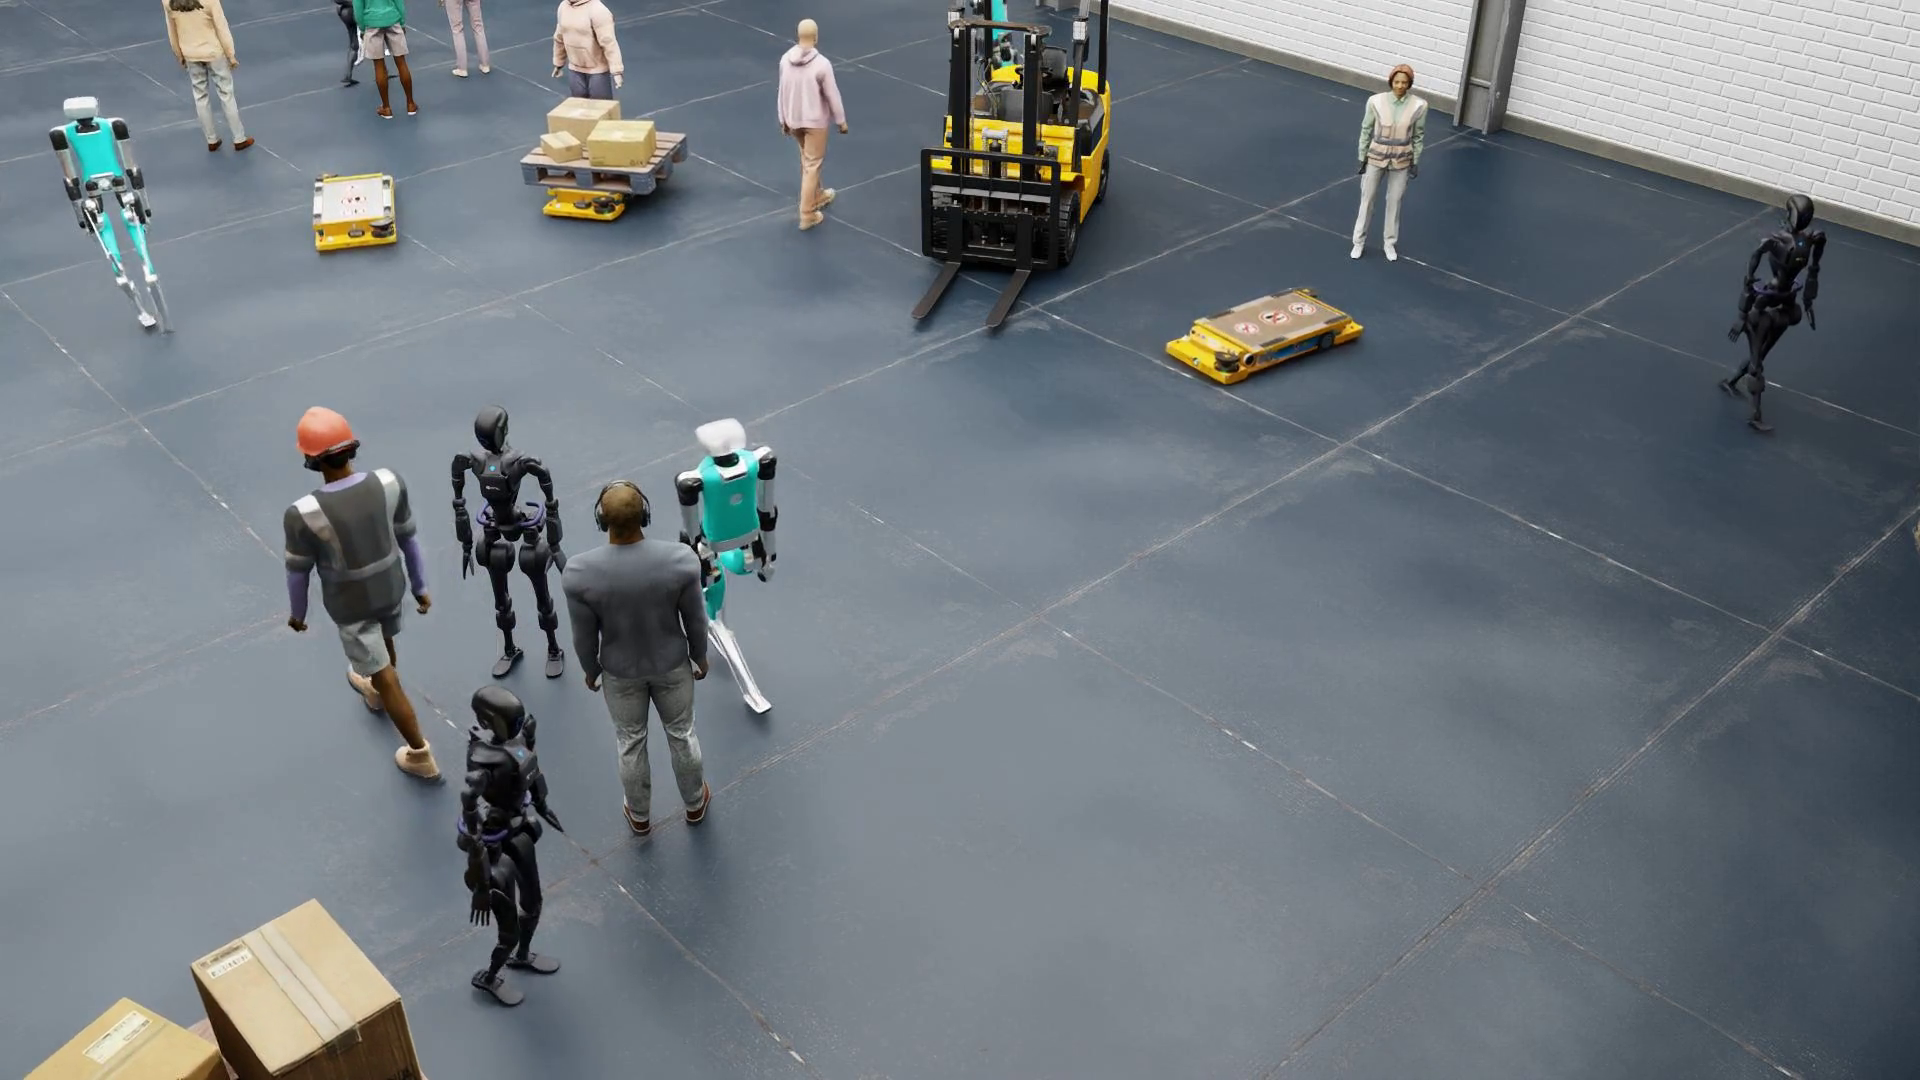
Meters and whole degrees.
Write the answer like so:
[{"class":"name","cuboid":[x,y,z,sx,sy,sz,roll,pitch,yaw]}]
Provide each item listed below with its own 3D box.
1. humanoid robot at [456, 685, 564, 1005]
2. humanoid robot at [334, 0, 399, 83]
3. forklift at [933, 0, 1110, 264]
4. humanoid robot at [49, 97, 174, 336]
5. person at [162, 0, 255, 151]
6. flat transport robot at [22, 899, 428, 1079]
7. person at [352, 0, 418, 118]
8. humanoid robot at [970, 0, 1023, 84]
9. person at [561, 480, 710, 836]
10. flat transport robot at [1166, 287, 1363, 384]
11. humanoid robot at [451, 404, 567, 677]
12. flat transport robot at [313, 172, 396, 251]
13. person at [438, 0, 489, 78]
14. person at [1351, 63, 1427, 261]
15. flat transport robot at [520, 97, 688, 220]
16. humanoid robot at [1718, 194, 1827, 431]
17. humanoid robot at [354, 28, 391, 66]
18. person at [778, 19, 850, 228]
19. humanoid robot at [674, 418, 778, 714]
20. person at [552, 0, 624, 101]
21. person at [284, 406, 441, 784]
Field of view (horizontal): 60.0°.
[{"class":"humanoid robot","cuboid":[-1.912,1.256,6.966,0.412,1.640,0.612,9,34,13]},{"class":"humanoid robot","cuboid":[-6.422,-5.671,17.627,0.601,1.654,0.602,16,36,23]},{"class":"forklift","cuboid":[0.570,-3.725,14.138,1.214,2.155,2.313,9,34,13]},{"class":"humanoid robot","cuboid":[-6.317,-2.322,12.482,0.536,1.862,0.807,-17,37,-24]},{"class":"person","cuboid":[-7.187,-4.626,15.813,0.565,1.874,0.391,-1,33,-1]},{"class":"flat transport robot","cuboid":[-2.768,2.418,6.457,0.659,0.231,1.431,-28,42,-36]},{"class":"person","cuboid":[-5.789,-5.159,16.654,0.496,1.849,0.395,-16,36,-23]},{"class":"humanoid robot","cuboid":[0.501,-4.347,15.568,0.813,1.836,0.542,18,37,26]},{"class":"person","cuboid":[-1.475,0.570,7.772,0.628,1.936,0.373,-7,34,-11]},{"class":"flat transport robot","cuboid":[2.312,-1.557,12.566,1.431,0.231,0.659,-21,39,-29]},{"class":"humanoid robot","cuboid":[-2.370,0.019,8.844,0.599,1.653,0.315,2,33,3]},{"class":"flat transport robot","cuboid":[-5.334,-2.924,14.667,0.659,0.231,1.431,-9,34,-14]},{"class":"person","cuboid":[-5.352,-5.872,17.832,0.528,1.760,0.333,-22,39,-30]},{"class":"person","cuboid":[3.522,-3.105,13.686,0.513,1.641,0.306,4,33,7]},{"class":"flat transport robot","cuboid":[-3.215,-3.284,15.221,0.659,0.231,1.431,7,34,11]},{"class":"humanoid robot","cuboid":[5.594,-1.586,11.370,0.612,1.626,0.783,-7,34,-10]},{"class":"humanoid robot","cuboid":[-6.607,-6.188,18.367,0.574,1.782,0.884,9,34,14]},{"class":"person","cuboid":[-1.225,-3.629,14.381,0.553,1.757,0.752,18,37,25]},{"class":"humanoid robot","cuboid":[-1.304,0.040,8.792,0.540,1.749,1.002,-18,37,-26]},{"class":"person","cuboid":[-3.442,-4.401,15.486,0.819,1.855,0.434,17,37,24]},{"class":"person","cuboid":[-3.008,0.233,8.231,1.027,1.991,0.628,26,41,34]}]
